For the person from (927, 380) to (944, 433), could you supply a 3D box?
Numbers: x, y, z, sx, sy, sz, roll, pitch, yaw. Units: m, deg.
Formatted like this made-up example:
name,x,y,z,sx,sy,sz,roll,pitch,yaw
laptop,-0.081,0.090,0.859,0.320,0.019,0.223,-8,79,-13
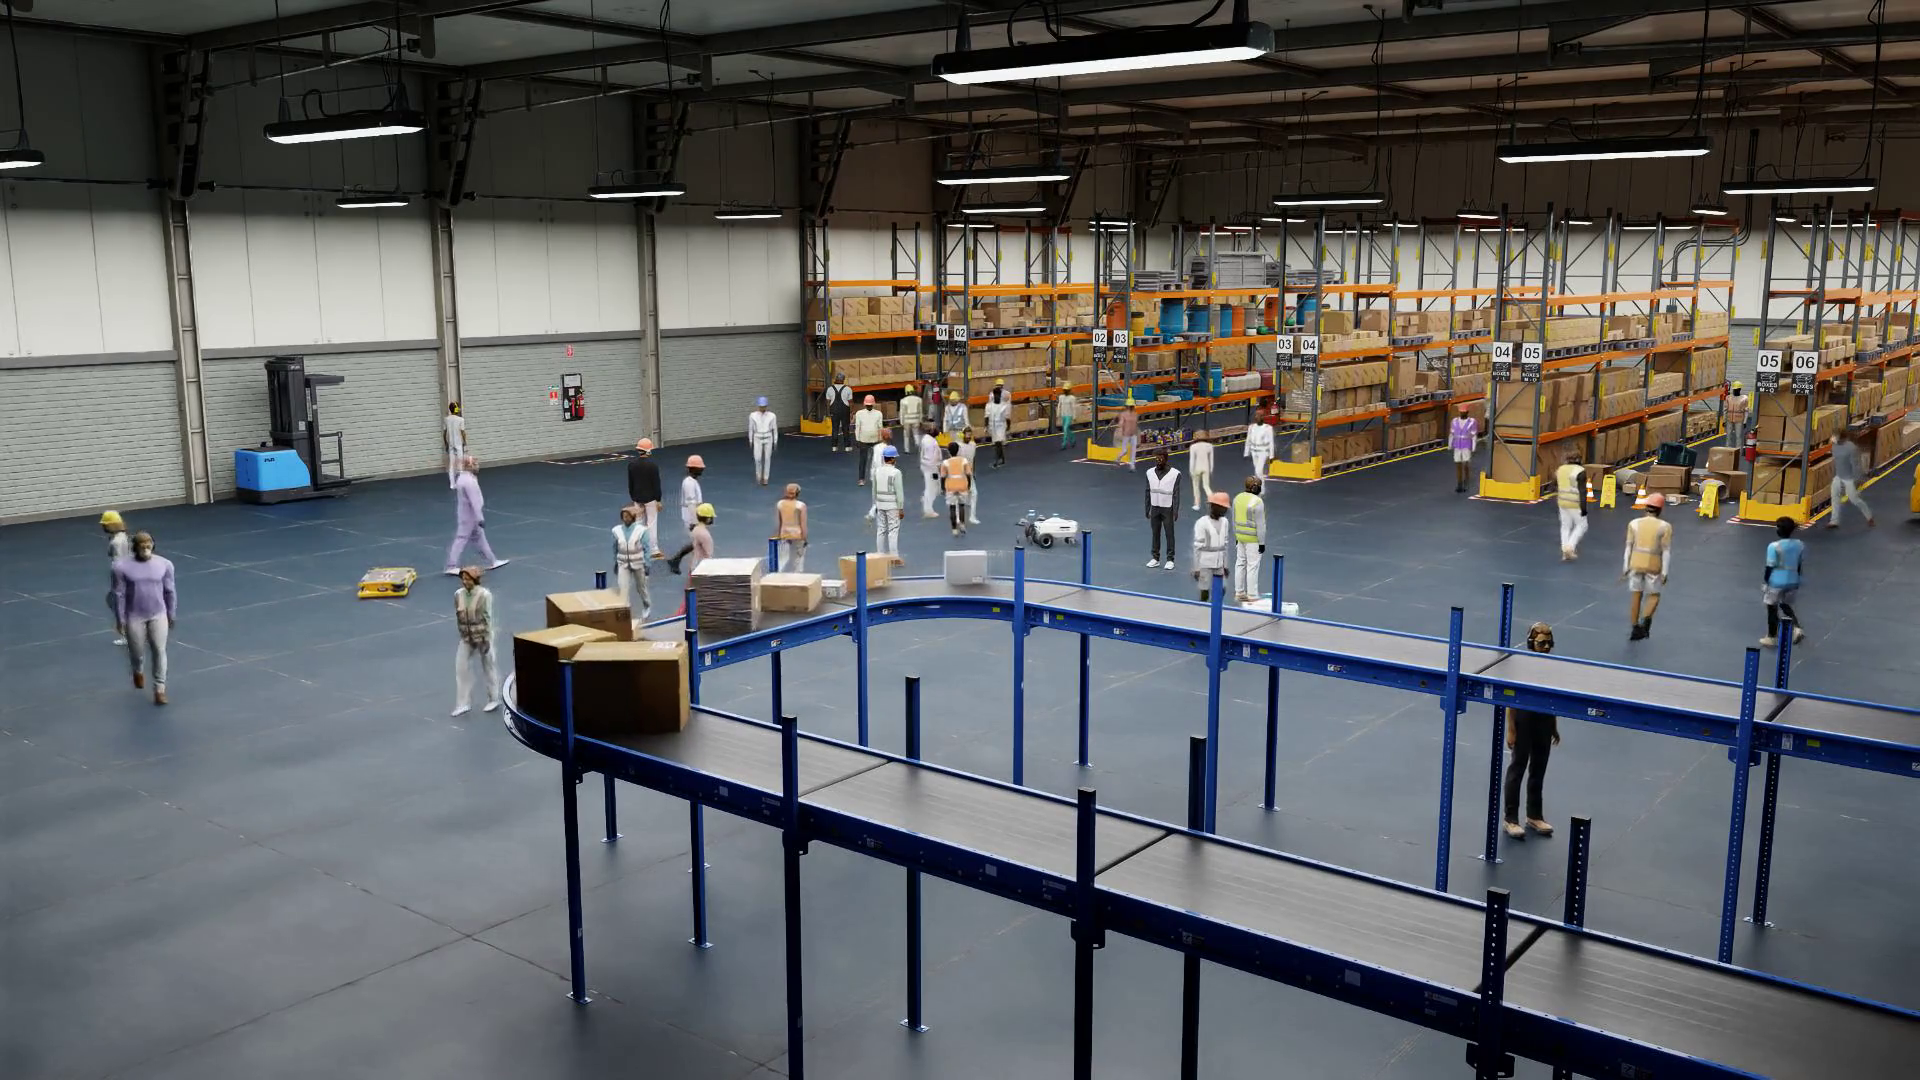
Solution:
name,x,y,z,sx,sy,sz,roll,pitch,yaw
person,-0.649,-3.560,42.836,0.540,1.653,0.868,6,12,30

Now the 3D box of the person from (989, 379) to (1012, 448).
name,x,y,z,sx,sy,sz,roll,pitch,yaw
person,1.055,-3.321,41.044,0.596,1.820,0.404,-1,10,-6

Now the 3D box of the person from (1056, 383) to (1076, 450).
name,x,y,z,sx,sy,sz,roll,pitch,yaw
person,2.828,-3.260,40.927,0.525,1.735,0.809,10,14,43

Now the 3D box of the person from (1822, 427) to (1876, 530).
name,x,y,z,sx,sy,sz,roll,pitch,yaw
person,16.192,-1.117,28.433,0.839,1.894,0.682,-1,10,-8

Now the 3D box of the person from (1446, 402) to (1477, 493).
name,x,y,z,sx,sy,sz,roll,pitch,yaw
person,10.588,-1.958,33.076,0.569,1.912,0.644,7,12,36

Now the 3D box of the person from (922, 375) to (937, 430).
name,x,y,z,sx,sy,sz,roll,pitch,yaw
person,-0.812,-4.053,45.796,0.500,1.592,0.853,8,13,38

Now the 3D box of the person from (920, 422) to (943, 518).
name,x,y,z,sx,sy,sz,roll,pitch,yaw
person,-0.533,-1.340,29.850,0.447,1.827,0.645,0,10,-1

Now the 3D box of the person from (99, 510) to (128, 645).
name,x,y,z,sx,sy,sz,roll,pitch,yaw
person,-10.718,0.475,19.903,0.374,1.727,0.511,-5,11,-25

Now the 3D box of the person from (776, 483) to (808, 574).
name,x,y,z,sx,sy,sz,roll,pitch,yaw
person,-2.523,-0.039,23.161,0.524,1.614,0.644,4,11,23

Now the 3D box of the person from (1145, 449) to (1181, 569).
name,x,y,z,sx,sy,sz,roll,pitch,yaw
person,3.230,-0.509,24.957,0.589,1.914,0.377,6,12,30

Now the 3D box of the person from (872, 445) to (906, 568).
name,x,y,z,sx,sy,sz,roll,pitch,yaw
person,-1.133,-0.544,25.042,0.616,1.946,0.392,9,13,40

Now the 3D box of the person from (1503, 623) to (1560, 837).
name,x,y,z,sx,sy,sz,roll,pitch,yaw
person,4.871,1.600,13.273,0.524,1.845,0.341,-3,11,-19

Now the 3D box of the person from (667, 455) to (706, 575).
name,x,y,z,sx,sy,sz,roll,pitch,yaw
person,-4.159,-0.351,24.041,0.569,1.918,0.566,0,10,0

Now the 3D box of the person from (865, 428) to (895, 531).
name,x,y,z,sx,sy,sz,roll,pitch,yaw
person,-1.418,-1.092,28.352,0.479,1.866,0.630,-8,13,-38

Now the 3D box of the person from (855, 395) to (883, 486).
name,x,y,z,sx,sy,sz,roll,pitch,yaw
person,-1.984,-2.183,34.165,0.608,1.984,0.397,-2,10,-10

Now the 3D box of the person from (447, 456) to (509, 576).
name,x,y,z,sx,sy,sz,roll,pitch,yaw
person,-7.594,-0.387,24.432,1.002,1.848,0.667,-4,11,-23

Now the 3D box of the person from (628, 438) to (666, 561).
name,x,y,z,sx,sy,sz,roll,pitch,yaw
person,-5.135,-0.668,25.611,0.608,1.995,0.376,5,11,25

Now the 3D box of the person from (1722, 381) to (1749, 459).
name,x,y,z,sx,sy,sz,roll,pitch,yaw
person,19.179,-2.964,38.723,0.374,1.925,0.595,-8,13,-39

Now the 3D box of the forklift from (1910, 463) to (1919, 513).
name,x,y,z,sx,sy,sz,roll,pitch,yaw
forklift,19.034,-1.348,28.998,2.313,2.155,1.214,8,13,37

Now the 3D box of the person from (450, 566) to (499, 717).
name,x,y,z,sx,sy,sz,roll,pitch,yaw
person,-5.237,1.092,16.785,0.527,1.613,0.707,3,11,19

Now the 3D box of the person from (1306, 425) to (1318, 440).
name,x,y,z,sx,sy,sz,roll,pitch,yaw
person,9.376,-3.433,41.360,0.386,1.926,0.591,-6,12,-30

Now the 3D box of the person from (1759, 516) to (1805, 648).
name,x,y,z,sx,sy,sz,roll,pitch,yaw
person,10.350,0.540,19.653,0.549,1.686,0.466,-3,10,-15

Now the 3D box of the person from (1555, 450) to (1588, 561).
name,x,y,z,sx,sy,sz,roll,pitch,yaw
person,9.965,-0.552,25.472,0.437,1.813,0.697,-4,11,-21

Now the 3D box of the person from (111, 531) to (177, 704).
name,x,y,z,sx,sy,sz,roll,pitch,yaw
person,-9.036,0.832,17.371,0.641,1.922,0.692,-7,12,-33

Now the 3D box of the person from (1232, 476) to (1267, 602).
name,x,y,z,sx,sy,sz,roll,pitch,yaw
person,4.149,-0.003,22.296,0.429,1.841,0.633,-5,11,-27

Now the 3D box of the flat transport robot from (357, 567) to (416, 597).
name,x,y,z,sx,sy,sz,roll,pitch,yaw
flat transport robot,-8.550,0.615,23.360,0.652,0.197,1.431,-2,10,-12

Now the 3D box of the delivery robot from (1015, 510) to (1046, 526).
name,x,y,z,sx,sy,sz,roll,pitch,yaw
delivery robot,1.257,-0.405,27.307,0.335,0.223,0.698,9,13,42

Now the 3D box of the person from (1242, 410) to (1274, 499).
name,x,y,z,sx,sy,sz,roll,pitch,yaw
person,6.040,-1.721,31.926,0.855,1.848,0.575,-9,13,-40

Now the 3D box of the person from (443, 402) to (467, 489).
name,x,y,z,sx,sy,sz,roll,pitch,yaw
person,-10.856,-2.034,33.670,0.513,1.865,0.329,2,10,10

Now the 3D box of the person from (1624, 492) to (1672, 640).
name,x,y,z,sx,sy,sz,roll,pitch,yaw
person,8.840,0.343,20.124,0.562,1.917,0.509,9,13,41

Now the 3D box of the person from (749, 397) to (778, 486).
name,x,y,z,sx,sy,sz,roll,pitch,yaw
person,-4.274,-2.133,34.041,0.633,1.920,0.794,-1,10,-7

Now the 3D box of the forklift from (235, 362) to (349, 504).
name,x,y,z,sx,sy,sz,roll,pitch,yaw
forklift,-13.803,-2.244,32.110,1.129,2.768,1.873,8,13,37

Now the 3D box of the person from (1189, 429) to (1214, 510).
name,x,y,z,sx,sy,sz,roll,pitch,yaw
person,4.751,-1.359,30.599,0.504,1.610,0.623,-3,10,-14

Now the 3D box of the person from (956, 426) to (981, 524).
name,x,y,z,sx,sy,sz,roll,pitch,yaw
person,0.148,-1.192,29.007,0.594,1.834,0.742,-7,12,-34

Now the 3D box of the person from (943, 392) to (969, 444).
name,x,y,z,sx,sy,sz,roll,pitch,yaw
person,-0.141,-2.620,37.157,0.618,1.786,0.925,5,11,26

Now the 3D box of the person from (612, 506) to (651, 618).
name,x,y,z,sx,sy,sz,roll,pitch,yaw
person,-4.409,0.324,21.112,0.534,1.616,0.777,1,10,4

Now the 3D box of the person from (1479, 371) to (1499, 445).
name,x,y,z,sx,sy,sz,roll,pitch,yaw
person,14.198,-3.525,41.723,0.613,1.986,1.042,7,12,35

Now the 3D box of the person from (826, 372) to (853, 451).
name,x,y,z,sx,sy,sz,roll,pitch,yaw
person,-3.082,-3.302,40.429,0.688,2.000,0.536,1,10,8

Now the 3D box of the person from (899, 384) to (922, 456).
name,x,y,z,sx,sy,sz,roll,pitch,yaw
person,-1.231,-2.997,39.202,0.608,1.815,0.602,-3,10,-15

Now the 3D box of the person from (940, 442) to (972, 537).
name,x,y,z,sx,sy,sz,roll,pitch,yaw
person,-0.081,-0.912,27.856,0.565,1.673,0.492,-1,10,-7

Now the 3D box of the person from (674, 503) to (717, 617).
name,x,y,z,sx,sy,sz,roll,pitch,yaw
person,-3.428,0.373,20.502,0.842,1.728,0.539,-4,11,-21

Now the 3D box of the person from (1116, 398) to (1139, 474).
name,x,y,z,sx,sy,sz,roll,pitch,yaw
person,3.892,-2.434,36.256,0.528,1.748,0.620,-5,11,-26

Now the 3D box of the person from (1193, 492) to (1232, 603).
name,x,y,z,sx,sy,sz,roll,pitch,yaw
person,3.286,0.322,20.289,0.782,1.909,0.449,-7,12,-34

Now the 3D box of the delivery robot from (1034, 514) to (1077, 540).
name,x,y,z,sx,sy,sz,roll,pitch,yaw
delivery robot,1.647,-0.207,26.923,0.707,0.478,0.477,-2,10,-12

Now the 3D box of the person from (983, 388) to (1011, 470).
name,x,y,z,sx,sy,sz,roll,pitch,yaw
person,0.879,-2.634,36.944,0.599,1.910,1.058,5,11,26

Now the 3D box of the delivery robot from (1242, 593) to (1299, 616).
name,x,y,z,sx,sy,sz,roll,pitch,yaw
delivery robot,4.053,0.941,20.459,0.707,0.478,0.477,1,10,5
